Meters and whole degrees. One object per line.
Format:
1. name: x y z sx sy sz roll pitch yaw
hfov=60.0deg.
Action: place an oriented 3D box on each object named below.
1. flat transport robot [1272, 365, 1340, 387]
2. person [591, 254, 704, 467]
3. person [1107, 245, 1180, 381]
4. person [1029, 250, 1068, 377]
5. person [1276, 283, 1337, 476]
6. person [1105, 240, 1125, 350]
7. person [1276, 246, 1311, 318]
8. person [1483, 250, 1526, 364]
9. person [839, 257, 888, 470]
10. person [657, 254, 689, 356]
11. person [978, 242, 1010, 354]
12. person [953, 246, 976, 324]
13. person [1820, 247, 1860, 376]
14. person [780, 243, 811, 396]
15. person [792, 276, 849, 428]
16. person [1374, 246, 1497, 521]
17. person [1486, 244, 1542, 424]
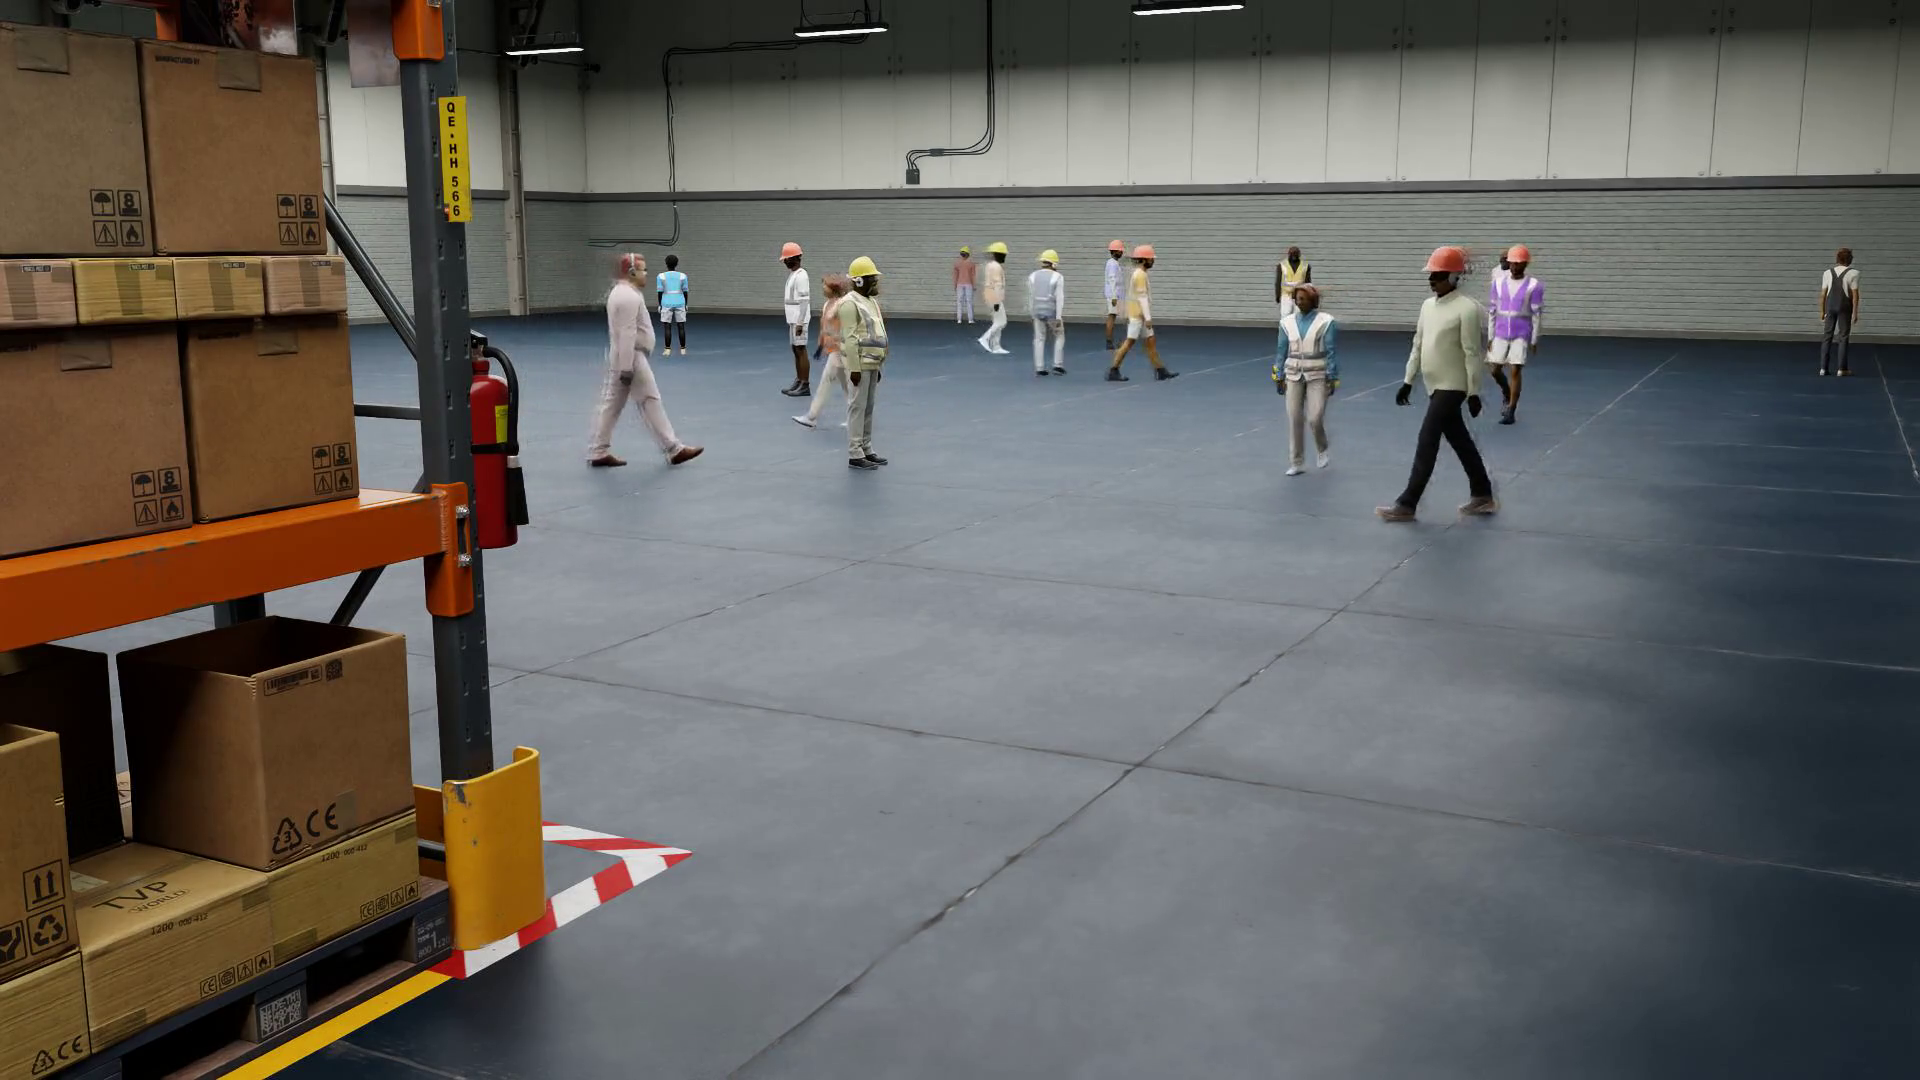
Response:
1. flat transport robot: 4.671 -2.230 22.531 0.652 0.197 1.431 0 10 1
2. person: -2.801 -1.564 14.564 0.980 1.851 0.674 -4 11 -20
3. person: 2.519 -3.131 23.059 1.014 1.882 0.567 1 10 8
4. person: 1.292 -3.250 23.900 0.597 1.810 0.632 7 12 32
5. person: 2.911 -1.345 14.007 0.538 1.624 0.393 6 12 31
6. person: 2.751 -4.345 29.518 0.356 1.937 0.552 1 10 6
7. person: 6.242 -4.584 31.122 0.642 1.822 0.506 1 10 6
8. person: 8.539 -3.634 26.071 0.841 1.782 0.641 -8 13 -38
9. person: -0.827 -1.537 14.483 0.404 1.837 0.590 3 11 15
10. person: -4.809 -3.923 27.863 0.541 1.700 0.315 -4 11 -20
11. person: 0.606 -4.113 28.340 0.465 1.912 0.585 -1 10 -5
12. person: 0.112 -5.821 38.037 0.527 1.768 0.331 3 11 14
13. person: 12.679 -3.285 23.991 0.344 1.845 0.506 -9 14 -40
14. person: -2.080 -2.776 20.991 0.373 1.928 0.543 -3 11 -18
15. person: -1.384 -1.964 17.472 0.856 1.597 0.524 -3 11 -18
16. person: 3.482 -1.113 11.885 1.032 1.949 0.603 -2 11 -12
17. person: 5.975 -2.216 17.932 0.560 1.927 0.521 8 13 36
